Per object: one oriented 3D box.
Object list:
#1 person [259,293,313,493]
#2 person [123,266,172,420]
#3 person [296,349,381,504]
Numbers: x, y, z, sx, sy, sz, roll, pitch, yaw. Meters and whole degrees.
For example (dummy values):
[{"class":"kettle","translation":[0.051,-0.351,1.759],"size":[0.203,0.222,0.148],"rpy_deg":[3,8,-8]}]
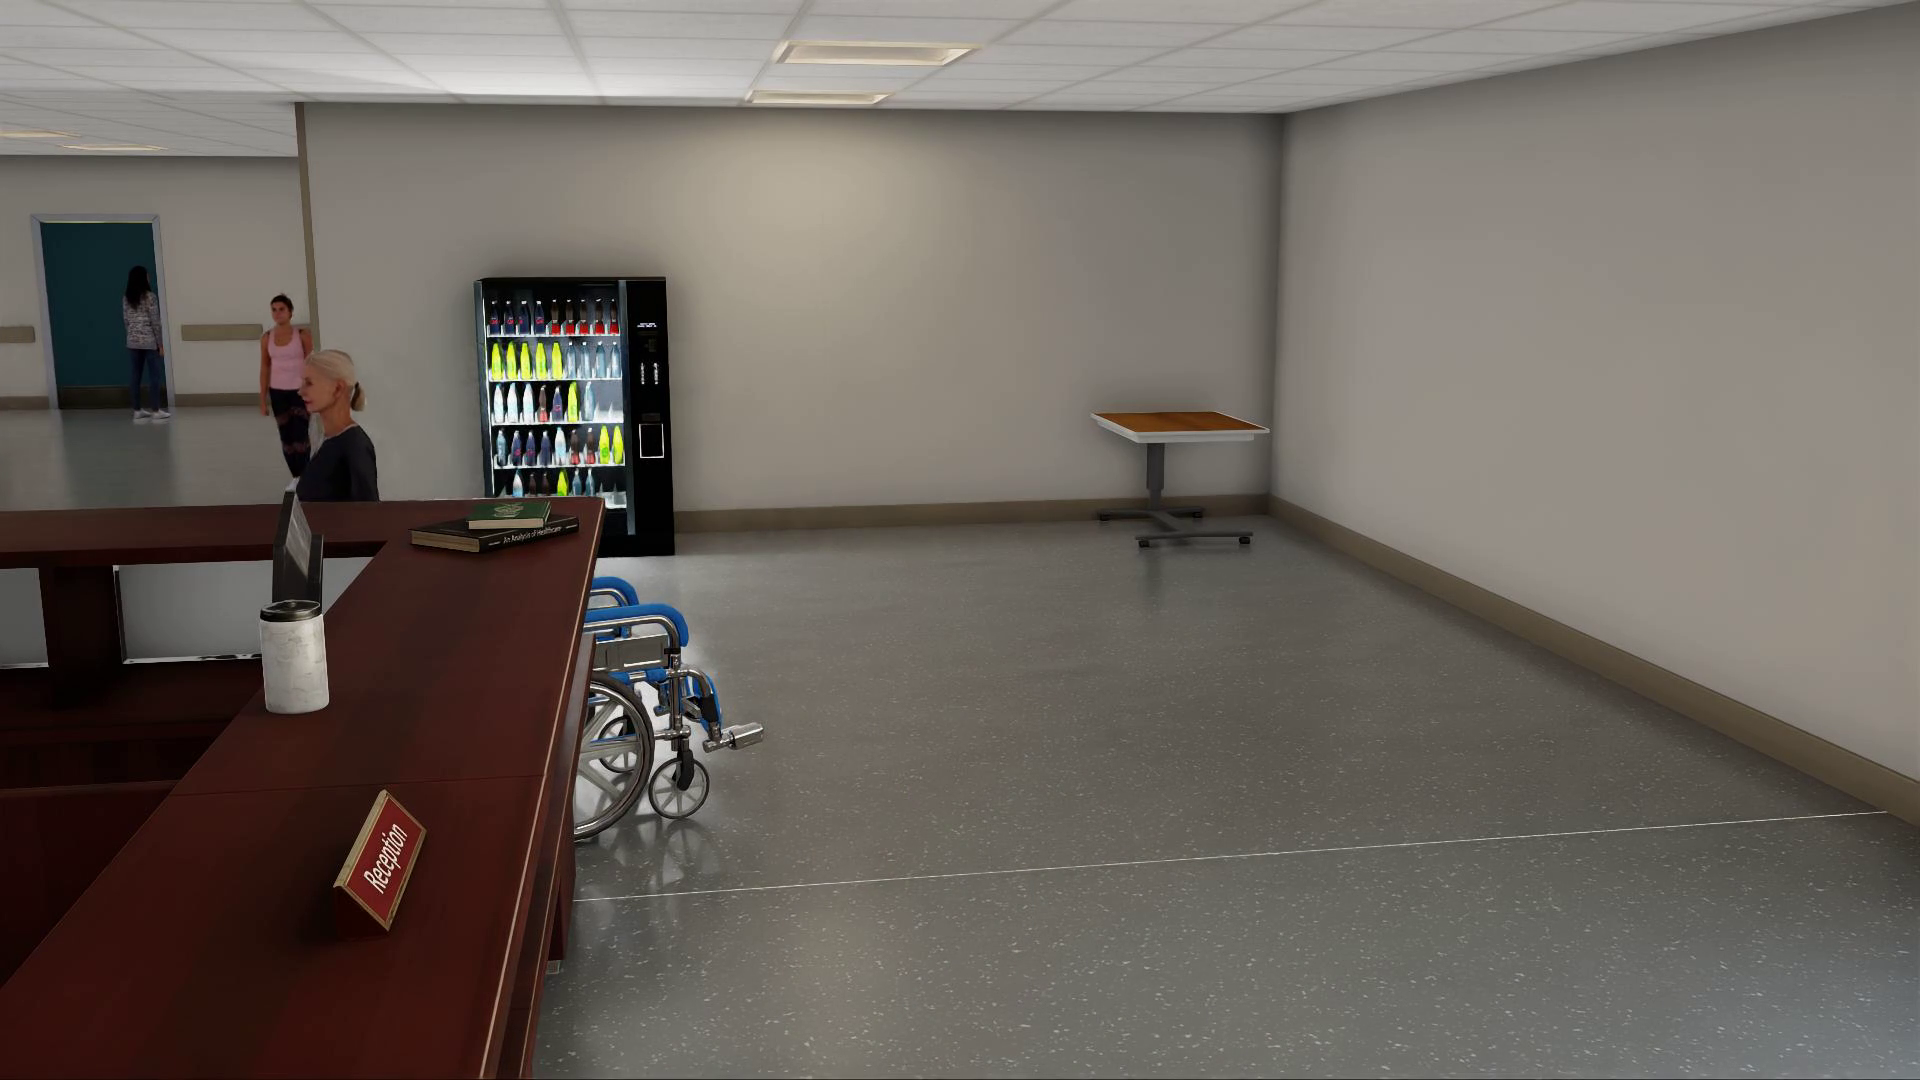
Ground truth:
[{"class":"person","translation":[-5.473,-1.198,13.659],"size":[0.617,1.633,0.666],"rpy_deg":[-1,11,-5]},{"class":"person","translation":[-9.324,-2.254,18.962],"size":[0.587,1.730,0.738],"rpy_deg":[2,11,10]},{"class":"person","translation":[-2.323,0.116,6.583],"size":[1.179,1.690,0.886],"rpy_deg":[-6,12,-29]}]
